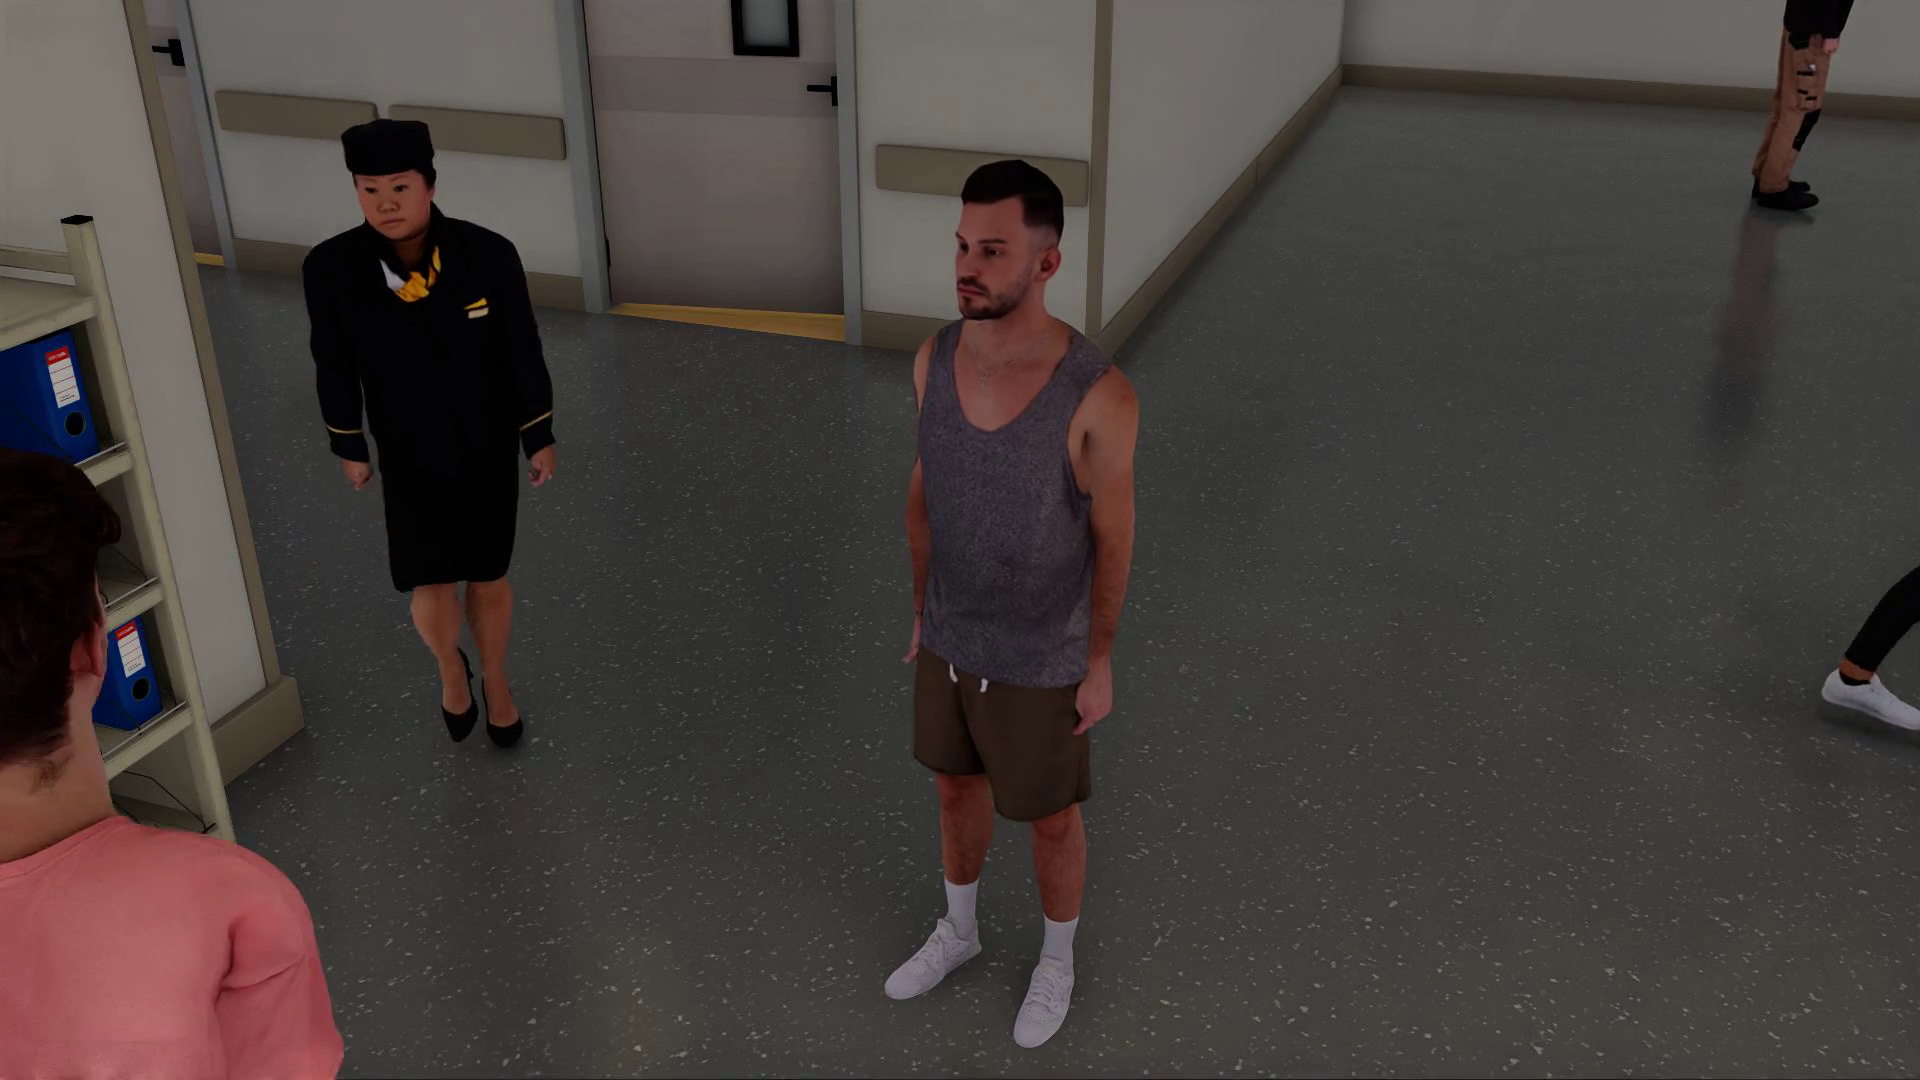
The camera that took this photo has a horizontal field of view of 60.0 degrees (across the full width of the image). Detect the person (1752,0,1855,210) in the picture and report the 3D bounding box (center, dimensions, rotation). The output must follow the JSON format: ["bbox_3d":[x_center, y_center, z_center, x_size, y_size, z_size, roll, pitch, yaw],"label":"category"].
[{"bbox_3d":[4.771,-2.850,9.324,0.785,1.922,0.589,5,26,10],"label":"person"}]

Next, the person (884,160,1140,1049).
[{"bbox_3d":[0.100,0.164,3.249,0.671,1.846,0.641,15,30,29],"label":"person"}]

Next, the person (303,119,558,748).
[{"bbox_3d":[-1.298,-0.244,4.223,0.832,1.658,0.873,-8,27,-16],"label":"person"}]
